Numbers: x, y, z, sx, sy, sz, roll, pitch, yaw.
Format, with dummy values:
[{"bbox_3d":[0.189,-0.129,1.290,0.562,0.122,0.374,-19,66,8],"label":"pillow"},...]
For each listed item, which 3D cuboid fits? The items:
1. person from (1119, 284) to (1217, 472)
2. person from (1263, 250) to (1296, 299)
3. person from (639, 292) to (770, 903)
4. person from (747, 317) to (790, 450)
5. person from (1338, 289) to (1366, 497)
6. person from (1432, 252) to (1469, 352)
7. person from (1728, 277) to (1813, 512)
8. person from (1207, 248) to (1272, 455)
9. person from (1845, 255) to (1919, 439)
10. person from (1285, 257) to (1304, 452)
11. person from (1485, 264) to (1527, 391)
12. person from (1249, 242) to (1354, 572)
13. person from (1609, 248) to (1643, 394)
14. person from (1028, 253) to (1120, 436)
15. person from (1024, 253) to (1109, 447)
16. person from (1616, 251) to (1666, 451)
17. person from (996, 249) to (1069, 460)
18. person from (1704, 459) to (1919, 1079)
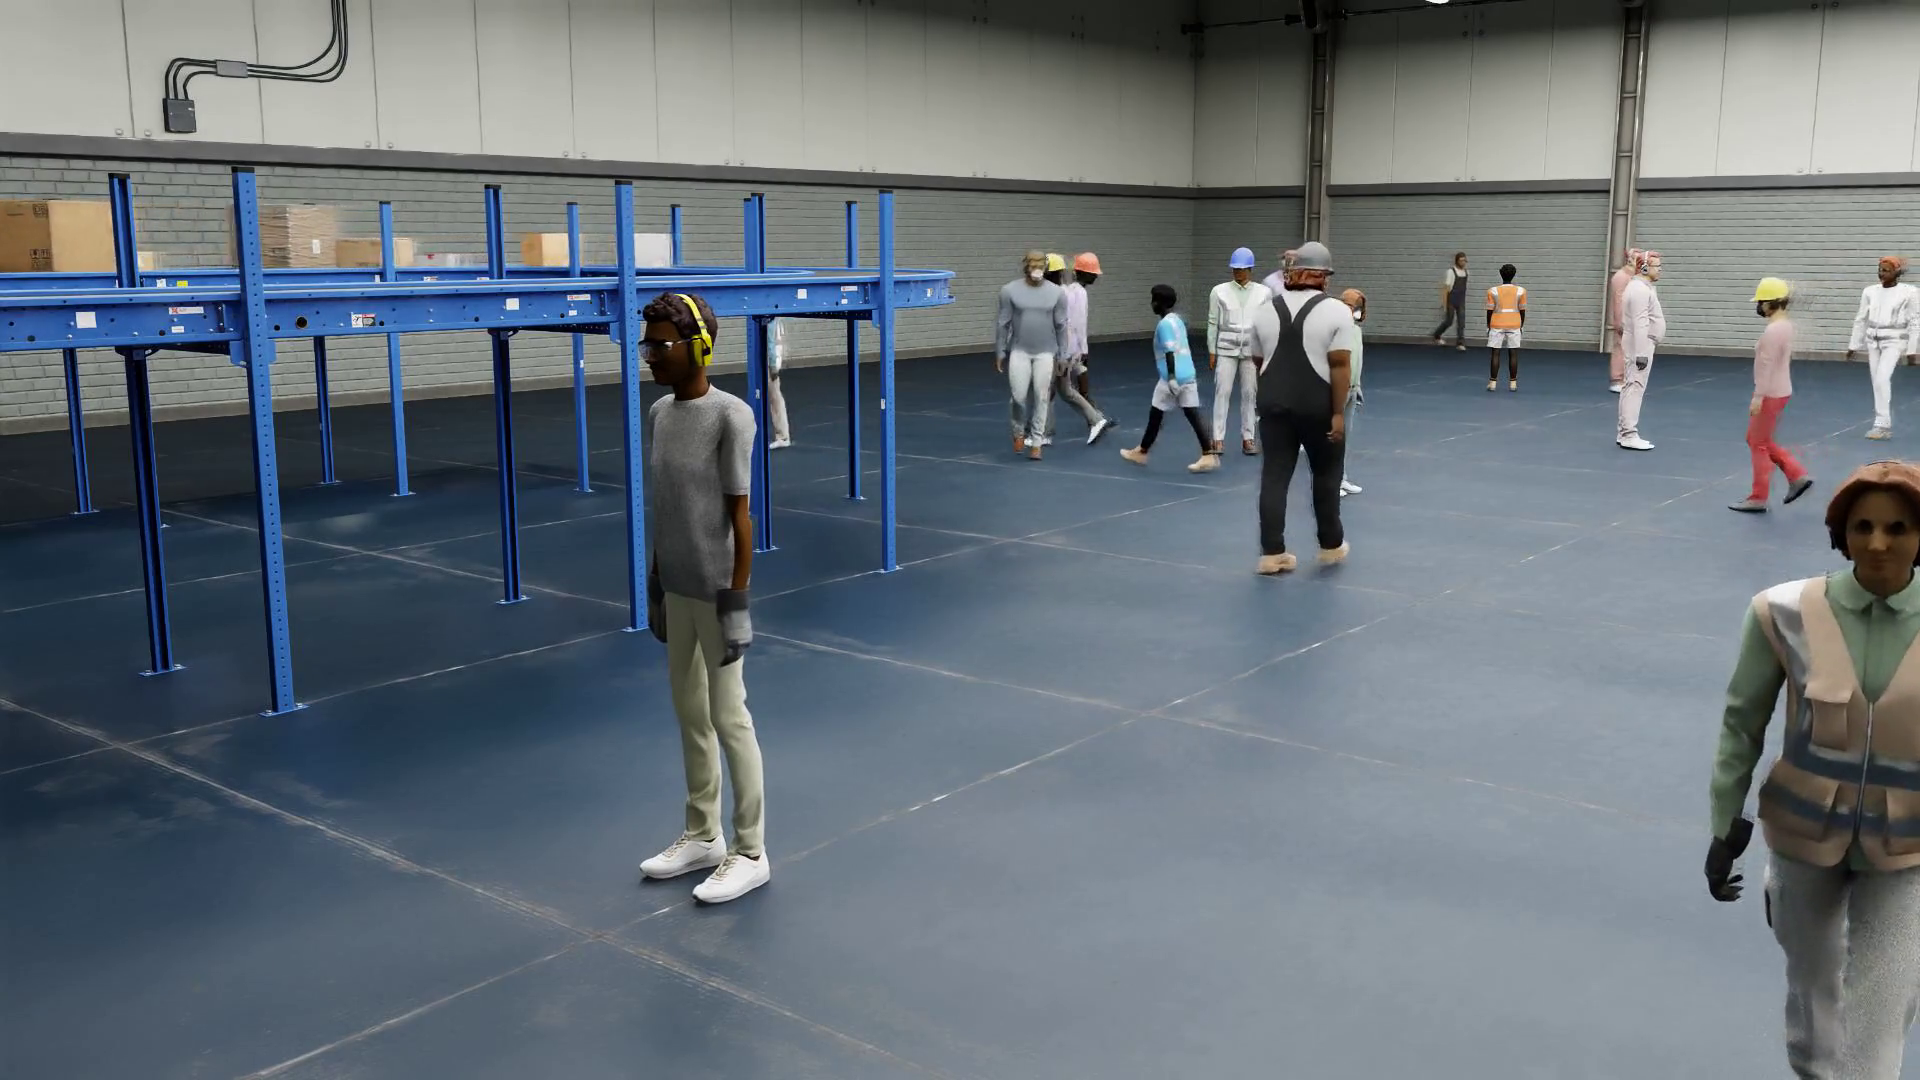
[{"bbox_3d":[1.858,-1.418,14.581,0.904,1.625,0.534,5,11,26],"label":"person"},{"bbox_3d":[4.066,-2.638,20.608,0.670,1.892,0.453,-1,10,-7],"label":"person"},{"bbox_3d":[-0.806,0.173,5.147,0.514,1.865,0.313,10,14,44],"label":"person"},{"bbox_3d":[-1.979,-1.661,15.975,0.754,1.606,0.550,-2,10,-12],"label":"person"},{"bbox_3d":[3.059,-1.175,13.233,0.278,1.633,0.498,8,13,38],"label":"person"},{"bbox_3d":[9.060,-4.396,30.600,0.565,1.815,0.734,-4,11,-23],"label":"person"},{"bbox_3d":[6.051,-1.068,12.339,0.465,1.748,0.528,6,12,32],"label":"person"},{"bbox_3d":[2.641,-1.778,15.713,0.606,1.943,0.403,0,10,1],"label":"person"},{"bbox_3d":[9.380,-1.959,16.963,0.683,1.861,0.588,-4,11,-23],"label":"person"},{"bbox_3d":[3.198,-1.755,15.849,0.544,1.847,0.395,-8,13,-39],"label":"person"},{"bbox_3d":[7.346,-2.862,22.412,0.535,1.697,0.318,2,10,9],"label":"person"},{"bbox_3d":[2.146,-0.820,10.262,0.705,2.000,0.871,8,13,36],"label":"person"},{"bbox_3d":[8.904,-2.913,22.117,0.647,1.907,0.404,-9,14,-42],"label":"person"},{"bbox_3d":[1.173,-2.014,17.191,1.011,1.871,0.578,0,10,-2],"label":"person"},{"bbox_3d":[1.028,-1.856,16.303,0.832,1.894,0.577,3,11,16],"label":"person"},{"bbox_3d":[6.634,-1.844,16.186,0.408,1.906,0.654,3,11,16],"label":"person"},{"bbox_3d":[0.667,-1.701,15.322,0.675,1.930,0.420,0,10,-1],"label":"person"},{"bbox_3d":[1.835,0.618,3.434,0.526,1.592,0.905,6,12,30],"label":"person"}]
